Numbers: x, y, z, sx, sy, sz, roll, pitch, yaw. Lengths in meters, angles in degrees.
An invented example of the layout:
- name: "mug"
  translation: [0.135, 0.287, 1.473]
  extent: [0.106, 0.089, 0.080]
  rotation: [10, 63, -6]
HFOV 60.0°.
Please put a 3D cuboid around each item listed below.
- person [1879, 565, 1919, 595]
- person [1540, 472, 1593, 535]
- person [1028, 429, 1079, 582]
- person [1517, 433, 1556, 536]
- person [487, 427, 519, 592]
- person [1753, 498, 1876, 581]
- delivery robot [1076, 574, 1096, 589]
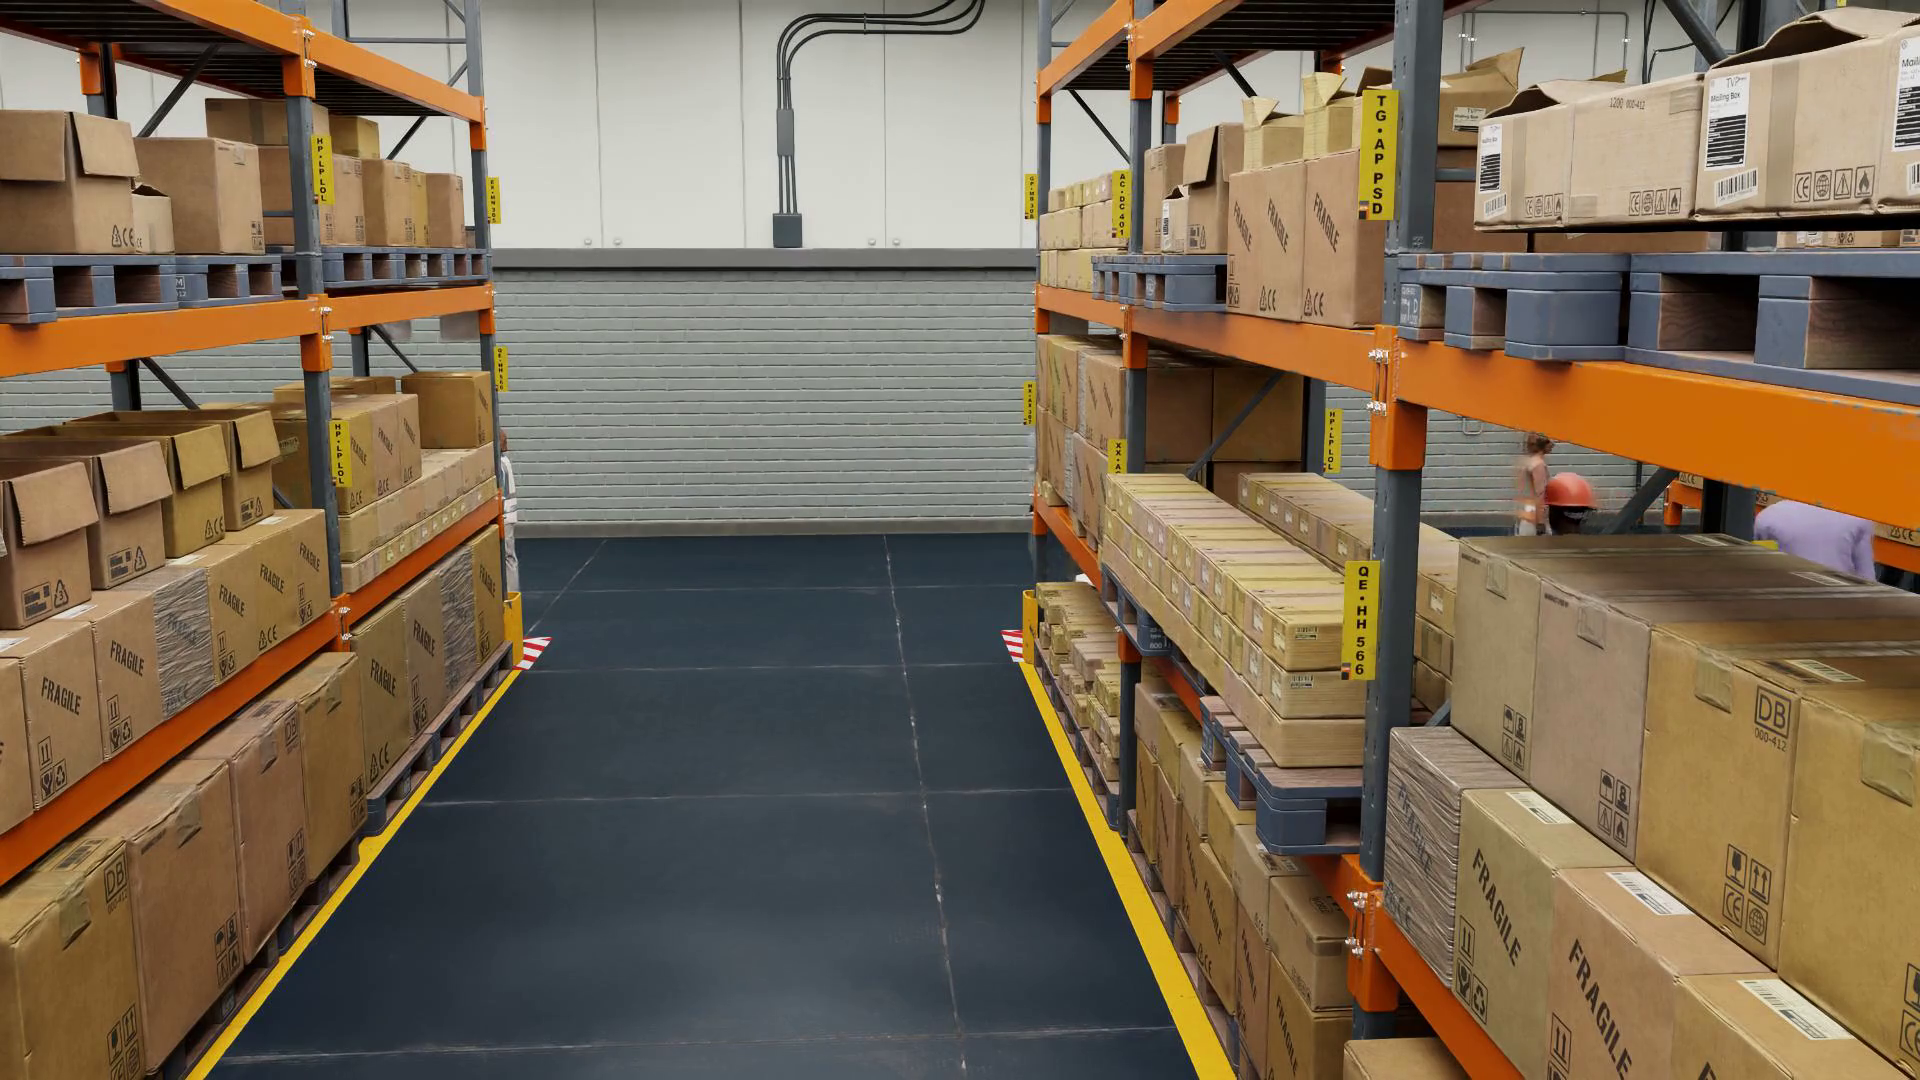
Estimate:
- name: "person"
  translation: [7.742, -0.153, 13.357]
  extent: [0.607, 1.868, 0.809]
  rotation: [-9, 13, -43]
- name: "person"
  translation: [3.134, 0.595, 8.821]
  extent: [0.548, 1.914, 0.673]
  rotation: [-3, 10, -18]
- name: "person"
  translation: [0.821, -0.331, 14.293]
  extent: [0.623, 1.894, 0.690]
  rotation: [6, 11, 31]
- name: "person"
  translation: [4.877, -0.183, 14.321]
  extent: [0.808, 1.610, 0.526]
  rotation: [3, 10, 18]
- name: "person"
  translation: [-3.864, -0.142, 13.958]
  extent: [0.312, 1.639, 0.518]
  rotation: [-2, 10, -9]
- name: "person"
  translation: [5.069, 0.430, 9.951]
  extent: [0.669, 1.856, 0.646]
  rotation: [3, 10, 19]
- name: "delivery robot"
  translation: [1.298, 0.411, 13.615]
  extent: [0.707, 0.478, 0.477]
  rotation: [8, 12, 40]
